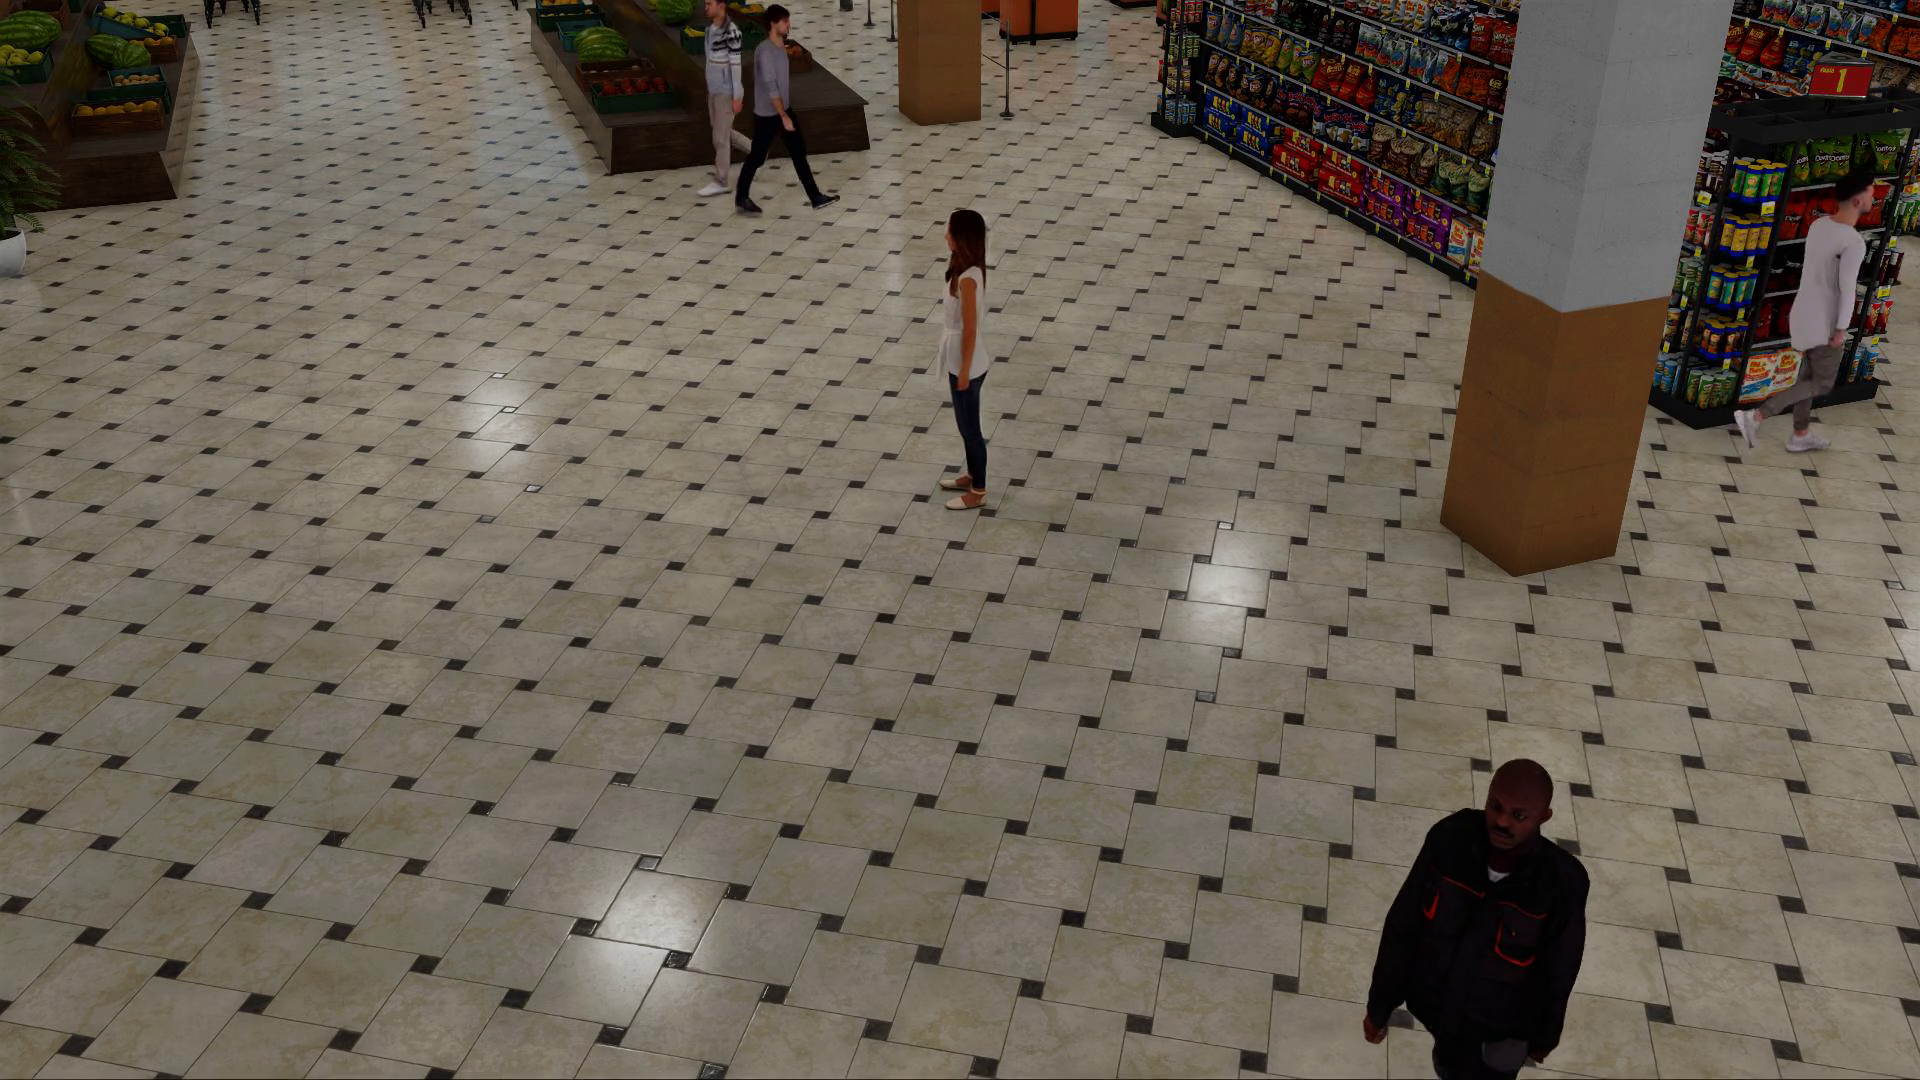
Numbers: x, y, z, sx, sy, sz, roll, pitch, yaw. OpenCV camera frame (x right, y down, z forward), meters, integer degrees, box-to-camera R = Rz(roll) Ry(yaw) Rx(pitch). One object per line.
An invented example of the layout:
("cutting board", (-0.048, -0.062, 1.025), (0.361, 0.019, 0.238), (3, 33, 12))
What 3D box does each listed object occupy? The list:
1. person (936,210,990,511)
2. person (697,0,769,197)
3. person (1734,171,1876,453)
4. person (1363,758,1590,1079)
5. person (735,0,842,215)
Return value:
("person", (0.049, -1.031, 9.617), (0.727, 1.786, 0.570), (-2, 29, -4))
("person", (-2.090, -4.111, 15.207), (0.861, 1.836, 1.011), (-16, 32, -26))
("person", (5.191, -1.346, 10.156), (0.923, 1.823, 1.006), (-2, 29, -3))
("person", (1.630, 1.390, 5.192), (1.291, 1.778, 1.192), (21, 35, 33))
("person", (-1.724, -3.711, 14.515), (1.207, 1.797, 1.195), (11, 30, 19))
